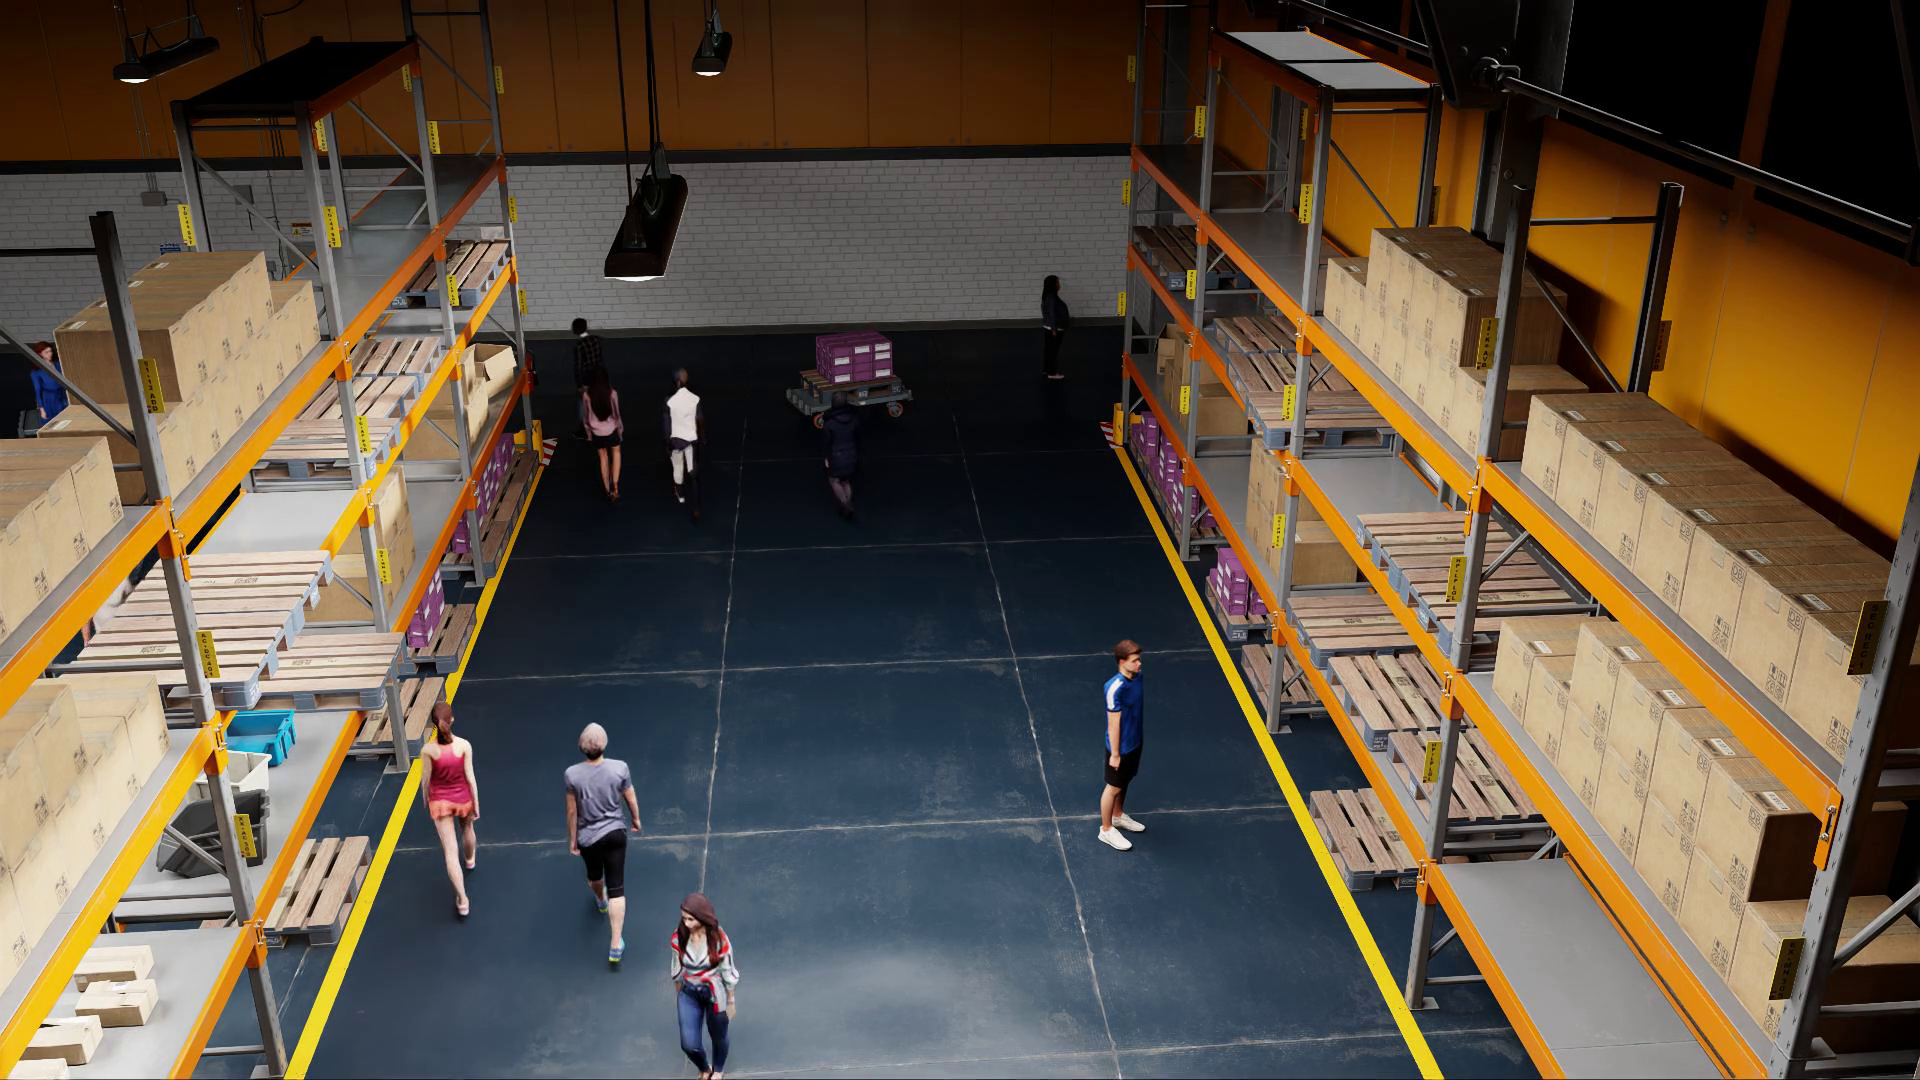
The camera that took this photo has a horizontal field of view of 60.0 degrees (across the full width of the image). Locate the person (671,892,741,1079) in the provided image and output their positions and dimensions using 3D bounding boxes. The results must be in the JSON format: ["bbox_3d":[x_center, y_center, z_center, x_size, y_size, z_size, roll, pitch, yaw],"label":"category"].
[{"bbox_3d":[-1.687,2.994,11.162,0.670,1.602,0.652,2,24,5],"label":"person"}]

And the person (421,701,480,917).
[{"bbox_3d":[-3.978,2.123,13.024,0.778,1.705,1.184,-8,25,-18],"label":"person"}]

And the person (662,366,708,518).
[{"bbox_3d":[-3.350,-1.153,20.344,0.901,1.845,1.288,-8,25,-17],"label":"person"}]

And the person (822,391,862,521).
[{"bbox_3d":[-1.401,-0.993,20.201,0.846,1.667,0.938,-14,27,-29],"label":"person"}]

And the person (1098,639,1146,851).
[{"bbox_3d":[1.363,1.663,13.876,0.818,1.866,0.714,13,27,27],"label":"person"}]

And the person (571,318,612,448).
[{"bbox_3d":[-4.959,-2.115,22.614,1.016,1.790,1.093,-19,30,-37],"label":"person"}]

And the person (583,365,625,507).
[{"bbox_3d":[-4.413,-1.263,20.655,0.643,1.797,0.607,-2,24,-4],"label":"person"}]

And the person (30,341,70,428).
[{"bbox_3d":[-11.778,-1.708,21.640,0.773,1.824,0.690,13,27,27],"label":"person"}]

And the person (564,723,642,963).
[{"bbox_3d":[-2.673,2.292,12.476,0.796,1.836,1.259,-5,24,-11],"label":"person"}]

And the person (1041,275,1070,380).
[{"bbox_3d":[1.423,-3.279,25.517,0.763,1.597,0.629,-5,24,-12],"label":"person"}]
